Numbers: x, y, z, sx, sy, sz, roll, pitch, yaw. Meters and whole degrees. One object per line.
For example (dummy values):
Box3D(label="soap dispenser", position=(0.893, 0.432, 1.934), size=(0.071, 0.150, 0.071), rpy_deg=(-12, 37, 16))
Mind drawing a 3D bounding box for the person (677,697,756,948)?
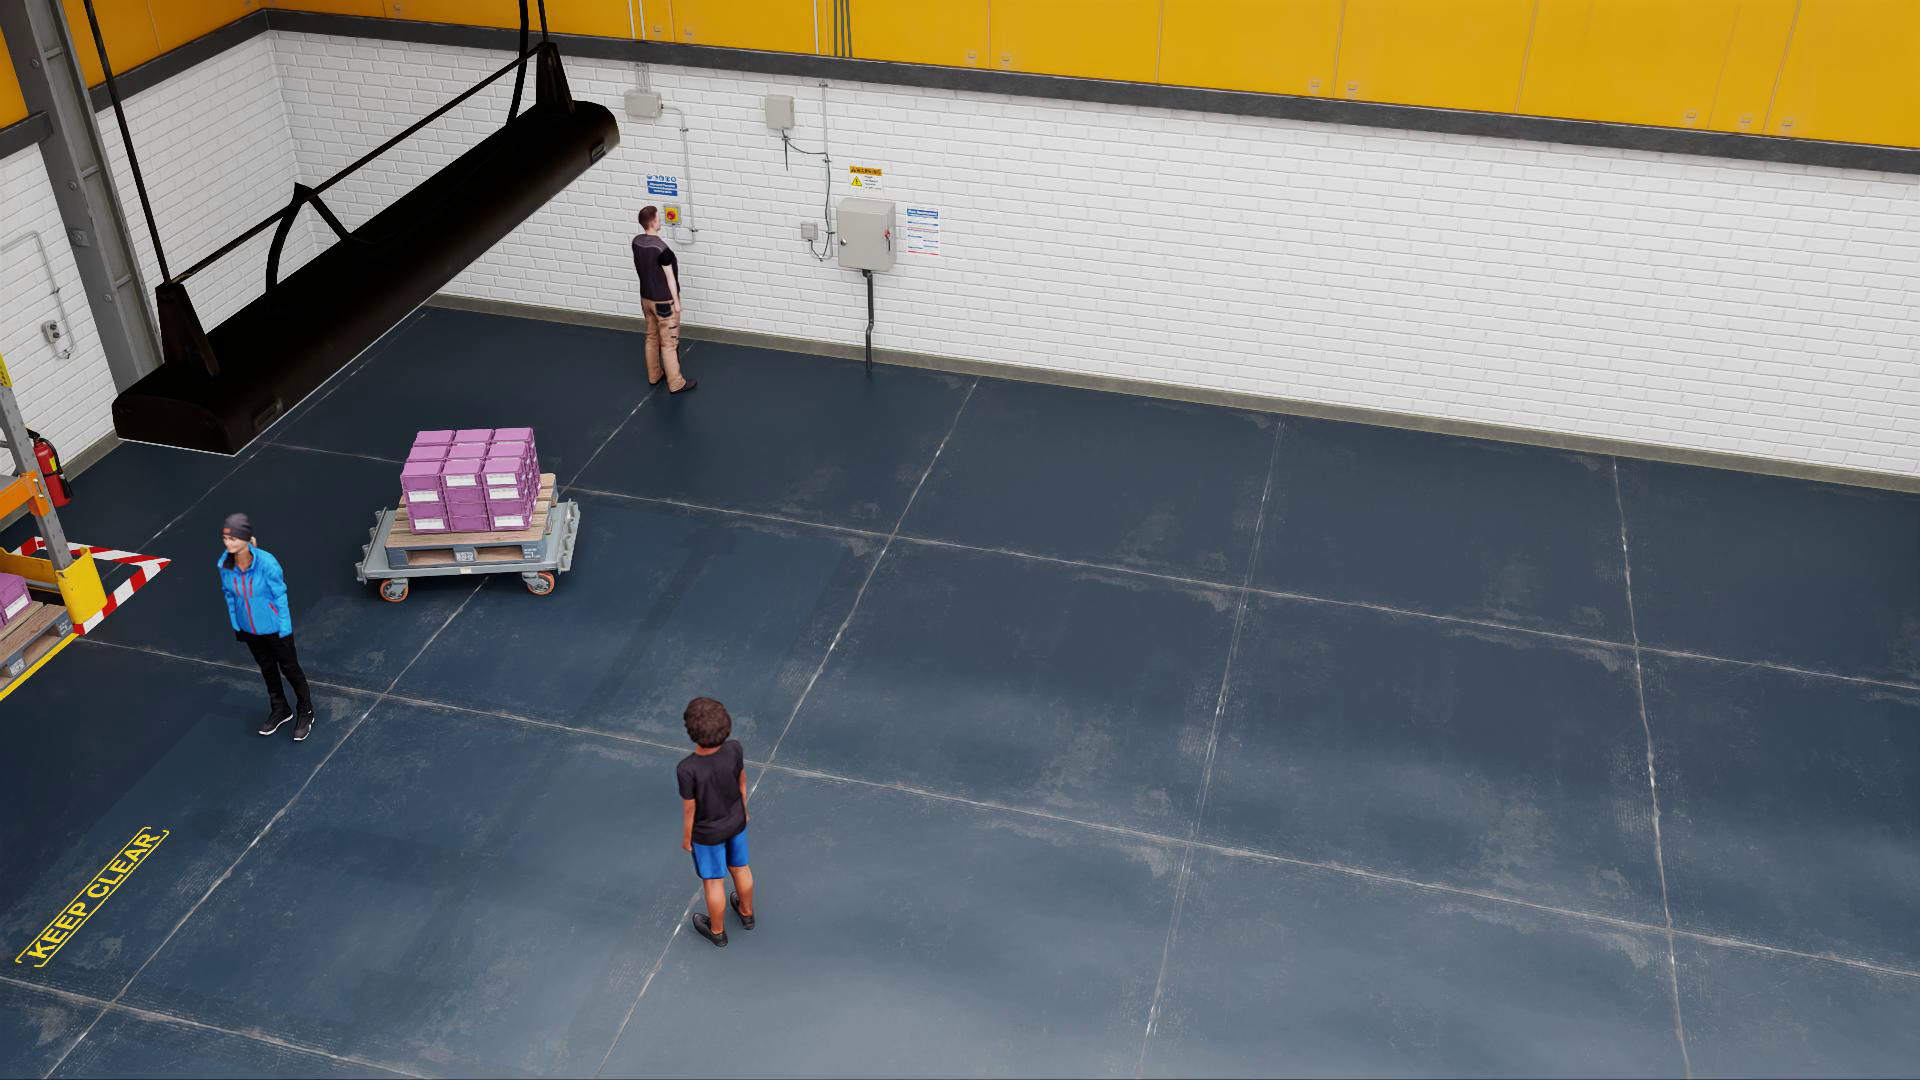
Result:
Box3D(label="person", position=(-1.430, 1.666, 9.823), size=(0.685, 1.799, 0.765), rpy_deg=(-25, 41, -32))

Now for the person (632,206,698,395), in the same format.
Box3D(label="person", position=(-2.857, -2.289, 15.735), size=(0.771, 1.841, 0.757), rpy_deg=(26, 42, 34))

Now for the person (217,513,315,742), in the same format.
Box3D(label="person", position=(-4.777, 0.591, 11.443), size=(0.615, 1.797, 0.514), rpy_deg=(7, 34, 11))
